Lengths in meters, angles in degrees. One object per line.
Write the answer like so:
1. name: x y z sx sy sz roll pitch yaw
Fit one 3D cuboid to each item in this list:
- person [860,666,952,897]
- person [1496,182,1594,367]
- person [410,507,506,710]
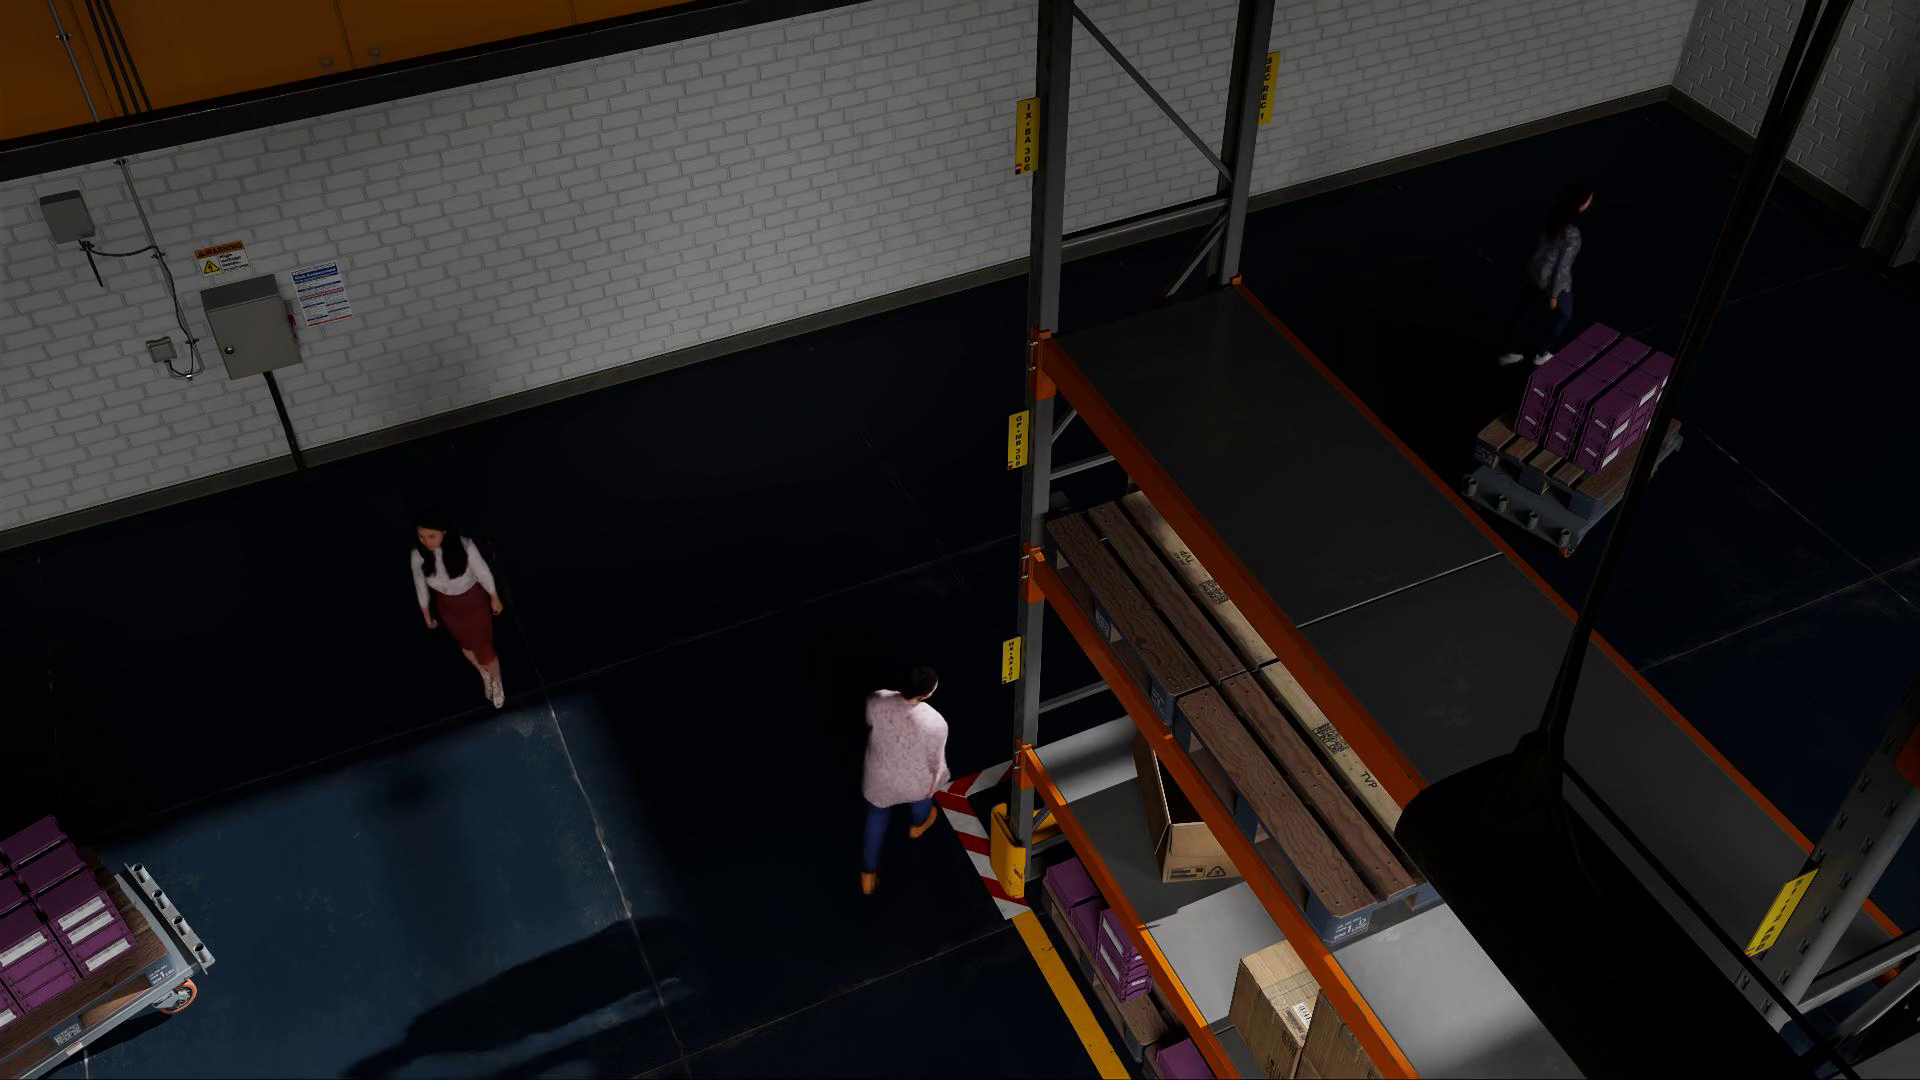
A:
1. person: -0.377 1.362 9.538 1.108 1.705 1.159 12 45 13
2. person: 4.547 -2.040 13.104 0.800 1.712 0.753 -11 45 -11
3. person: -3.123 0.387 10.539 0.740 1.737 0.744 0 44 0
